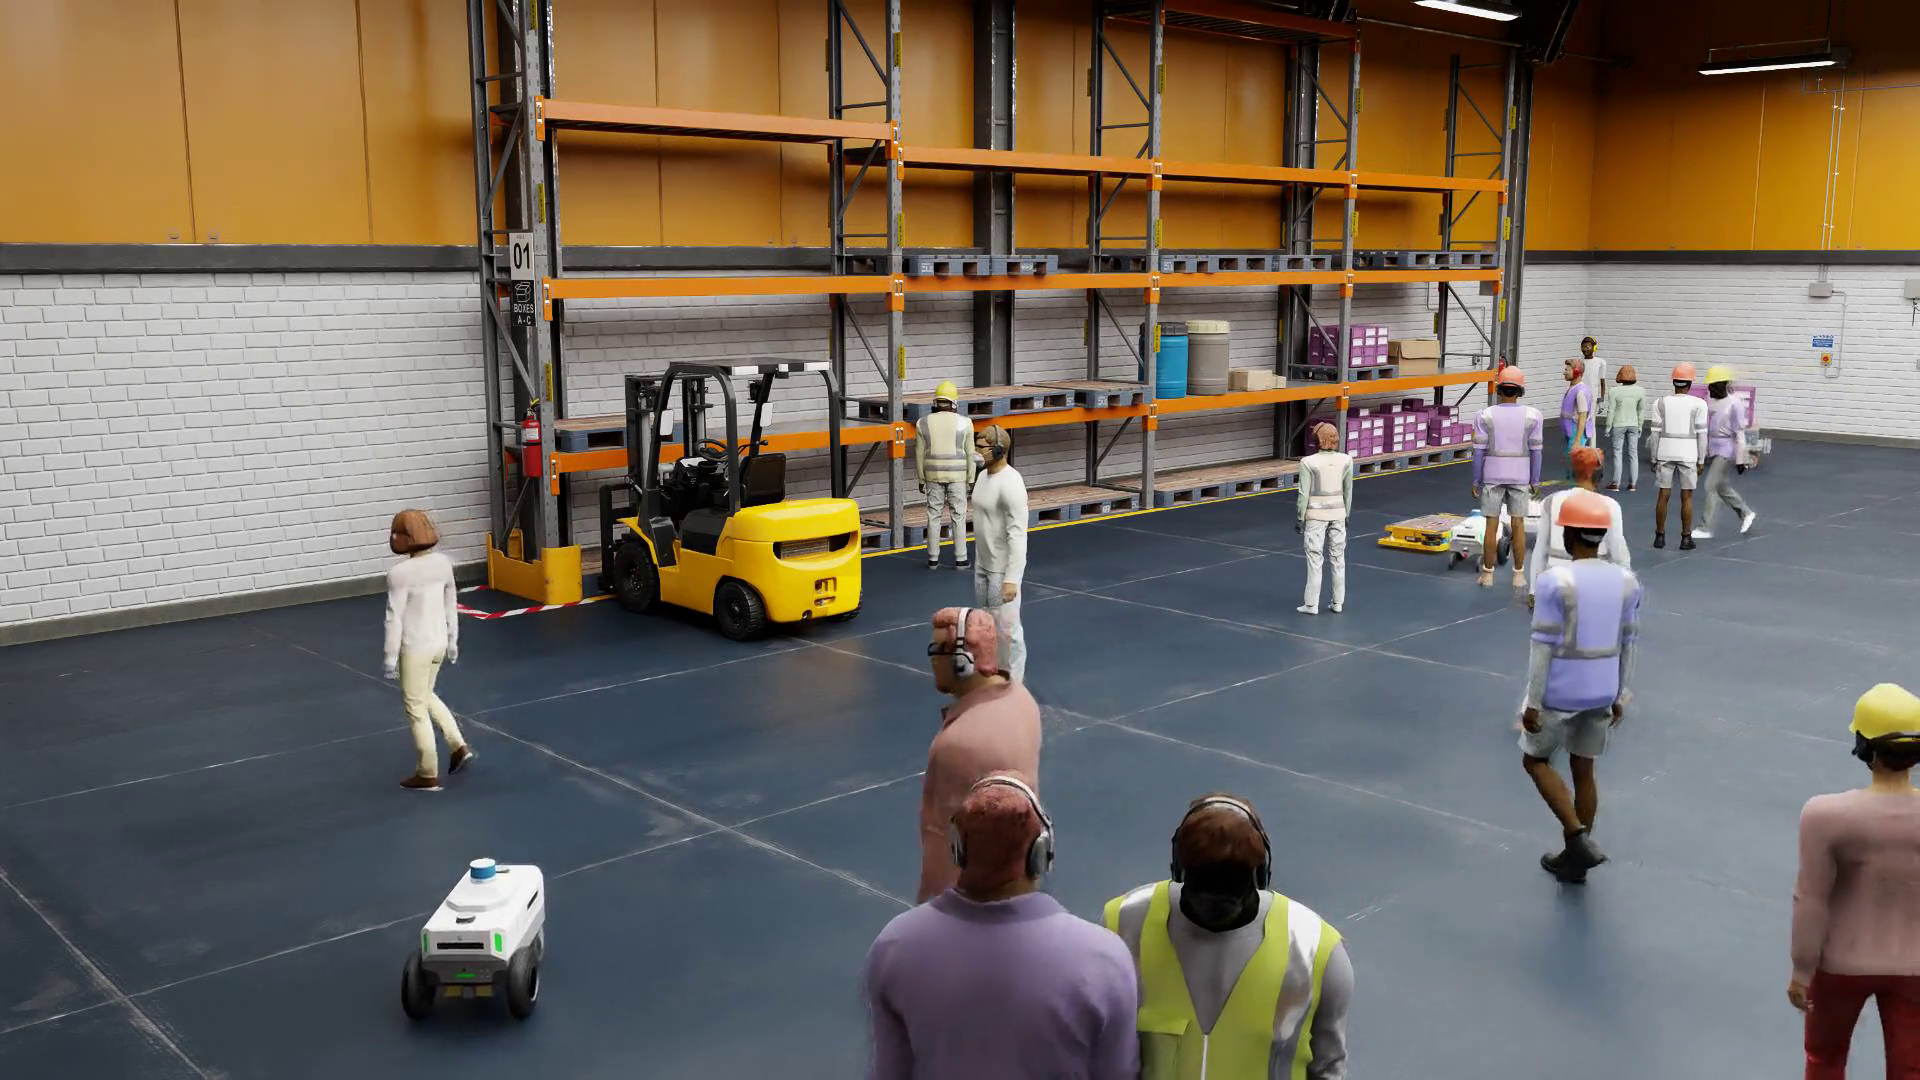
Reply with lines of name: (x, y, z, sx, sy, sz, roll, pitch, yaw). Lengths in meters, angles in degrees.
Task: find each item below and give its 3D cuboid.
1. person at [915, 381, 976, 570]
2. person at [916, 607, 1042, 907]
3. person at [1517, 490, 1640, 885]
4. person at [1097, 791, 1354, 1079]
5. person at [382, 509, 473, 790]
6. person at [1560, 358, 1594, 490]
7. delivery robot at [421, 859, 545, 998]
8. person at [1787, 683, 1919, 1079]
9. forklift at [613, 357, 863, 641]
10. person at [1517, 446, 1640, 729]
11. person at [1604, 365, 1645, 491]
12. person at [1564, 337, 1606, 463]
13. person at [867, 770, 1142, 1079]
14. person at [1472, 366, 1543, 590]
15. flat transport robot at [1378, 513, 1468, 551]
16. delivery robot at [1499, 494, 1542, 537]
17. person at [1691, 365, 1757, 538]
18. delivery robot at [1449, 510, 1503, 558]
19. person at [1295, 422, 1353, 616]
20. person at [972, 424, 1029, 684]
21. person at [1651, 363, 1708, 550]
person: (-0.131, -0.617, 16.099, 0.591, 1.833, 0.403, 1, 10, 8)
person: (-0.043, 1.147, 5.629, 0.827, 1.873, 0.680, 3, 10, 16)
person: (2.967, 0.725, 7.979, 0.564, 1.921, 0.468, -3, 10, -16)
person: (0.573, 1.473, 3.852, 0.624, 1.840, 0.429, 2, 10, 13)
person: (-3.069, 0.629, 9.428, 0.351, 1.623, 0.504, 3, 10, 18)
person: (7.197, -1.197, 19.454, 0.394, 1.847, 0.563, 2, 10, 10)
delivery robot: (-1.953, 1.555, 6.842, 0.477, 0.478, 0.707, 0, 10, 0)
person: (2.830, 1.314, 5.082, 0.531, 1.739, 0.790, 1, 10, 9)
forklift: (-1.847, -0.414, 13.852, 1.214, 2.155, 2.313, -9, 13, -42)
person: (3.988, 0.310, 10.716, 1.048, 1.821, 0.568, -4, 11, -23)
person: (8.596, -1.446, 21.532, 0.501, 1.633, 0.283, -1, 10, -3)
person: (9.145, -2.033, 24.288, 0.532, 1.868, 0.310, 7, 12, 37)
person: (0.100, 1.463, 3.814, 0.639, 1.876, 0.917, 5, 11, 25)
person: (4.973, -0.562, 15.164, 0.605, 2.044, 0.373, 2, 10, 14)
flat transport robot: (5.061, -0.090, 17.581, 0.652, 0.197, 1.431, 9, 13, 42)
delivery robot: (5.903, -0.243, 17.373, 0.707, 0.478, 0.477, 5, 11, 27)
person: (8.289, -0.957, 17.977, 0.891, 1.887, 0.600, -2, 10, -10)
delivery robot: (5.050, -0.054, 16.262, 0.477, 0.478, 0.707, 6, 12, 33)
person: (3.082, -0.174, 14.074, 0.510, 1.640, 0.308, -3, 10, -17)
person: (0.246, 0.202, 10.997, 0.379, 1.940, 0.629, -3, 10, -19)
person: (7.443, -0.866, 17.243, 0.543, 1.939, 0.362, 6, 11, 32)
